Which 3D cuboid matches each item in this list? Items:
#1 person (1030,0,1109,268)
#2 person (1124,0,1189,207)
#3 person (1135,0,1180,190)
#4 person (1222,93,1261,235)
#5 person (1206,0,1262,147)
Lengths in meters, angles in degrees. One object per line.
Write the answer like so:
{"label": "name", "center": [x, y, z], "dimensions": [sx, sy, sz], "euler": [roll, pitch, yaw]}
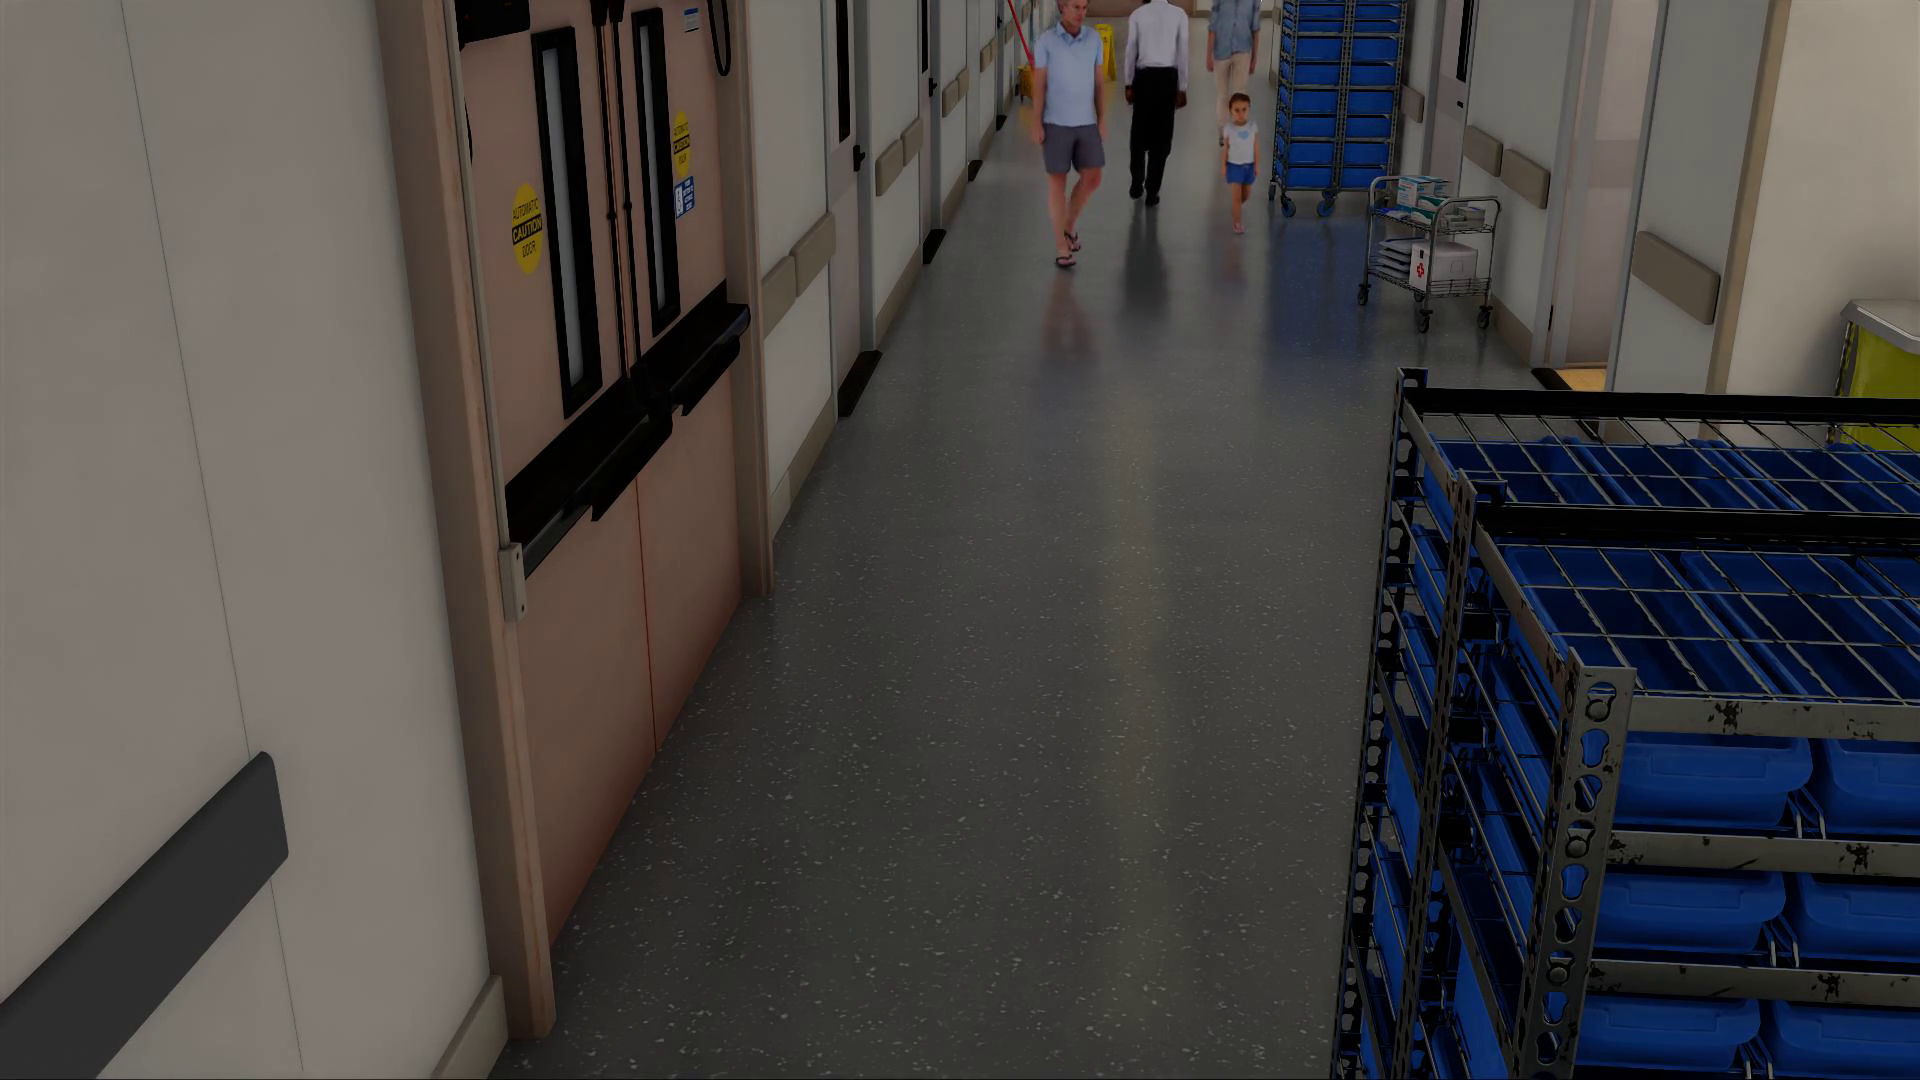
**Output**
{"label": "person", "center": [0.702, -2.771, 11.088], "dimensions": [0.814, 1.818, 0.848], "euler": [-5, 21, -13]}
{"label": "person", "center": [1.527, -3.523, 13.073], "dimensions": [0.719, 1.820, 0.892], "euler": [4, 21, 12]}
{"label": "person", "center": [1.627, -3.787, 14.016], "dimensions": [0.639, 1.644, 0.628], "euler": [6, 22, 16]}
{"label": "person", "center": [2.060, -2.776, 12.249], "dimensions": [0.496, 1.005, 0.682], "euler": [-2, 21, -6]}
{"label": "person", "center": [2.645, -4.707, 16.232], "dimensions": [0.723, 1.797, 1.253], "euler": [3, 21, 8]}
